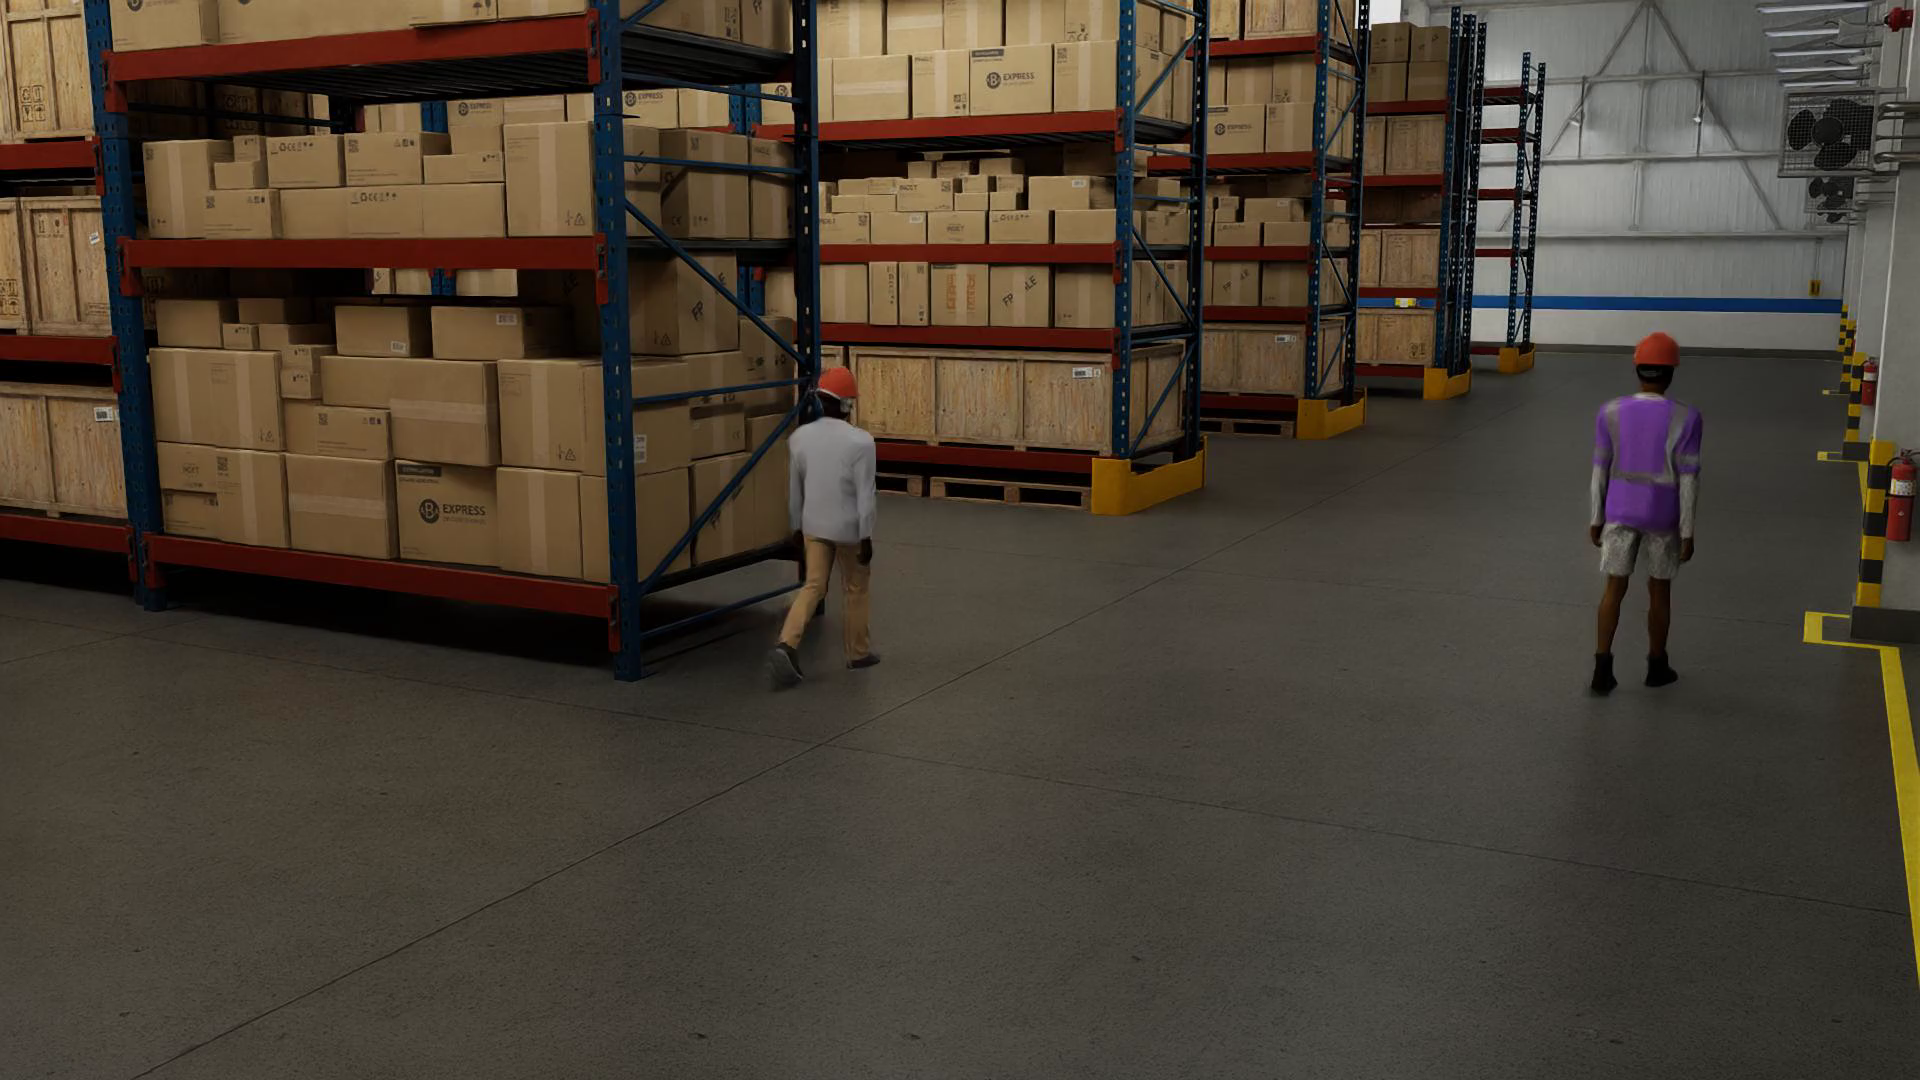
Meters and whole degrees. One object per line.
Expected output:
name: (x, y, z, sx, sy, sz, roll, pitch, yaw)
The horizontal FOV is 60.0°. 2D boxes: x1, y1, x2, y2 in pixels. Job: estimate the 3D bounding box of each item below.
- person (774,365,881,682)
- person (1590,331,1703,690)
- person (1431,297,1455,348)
person: (-0.720, -0.088, 9.098, 0.569, 1.728, 0.773, 5, 11, 28)
person: (3.648, -0.143, 8.869, 0.554, 1.940, 0.517, 8, 12, 37)
person: (9.033, -3.862, 31.315, 0.558, 1.592, 0.857, -1, 10, -4)
